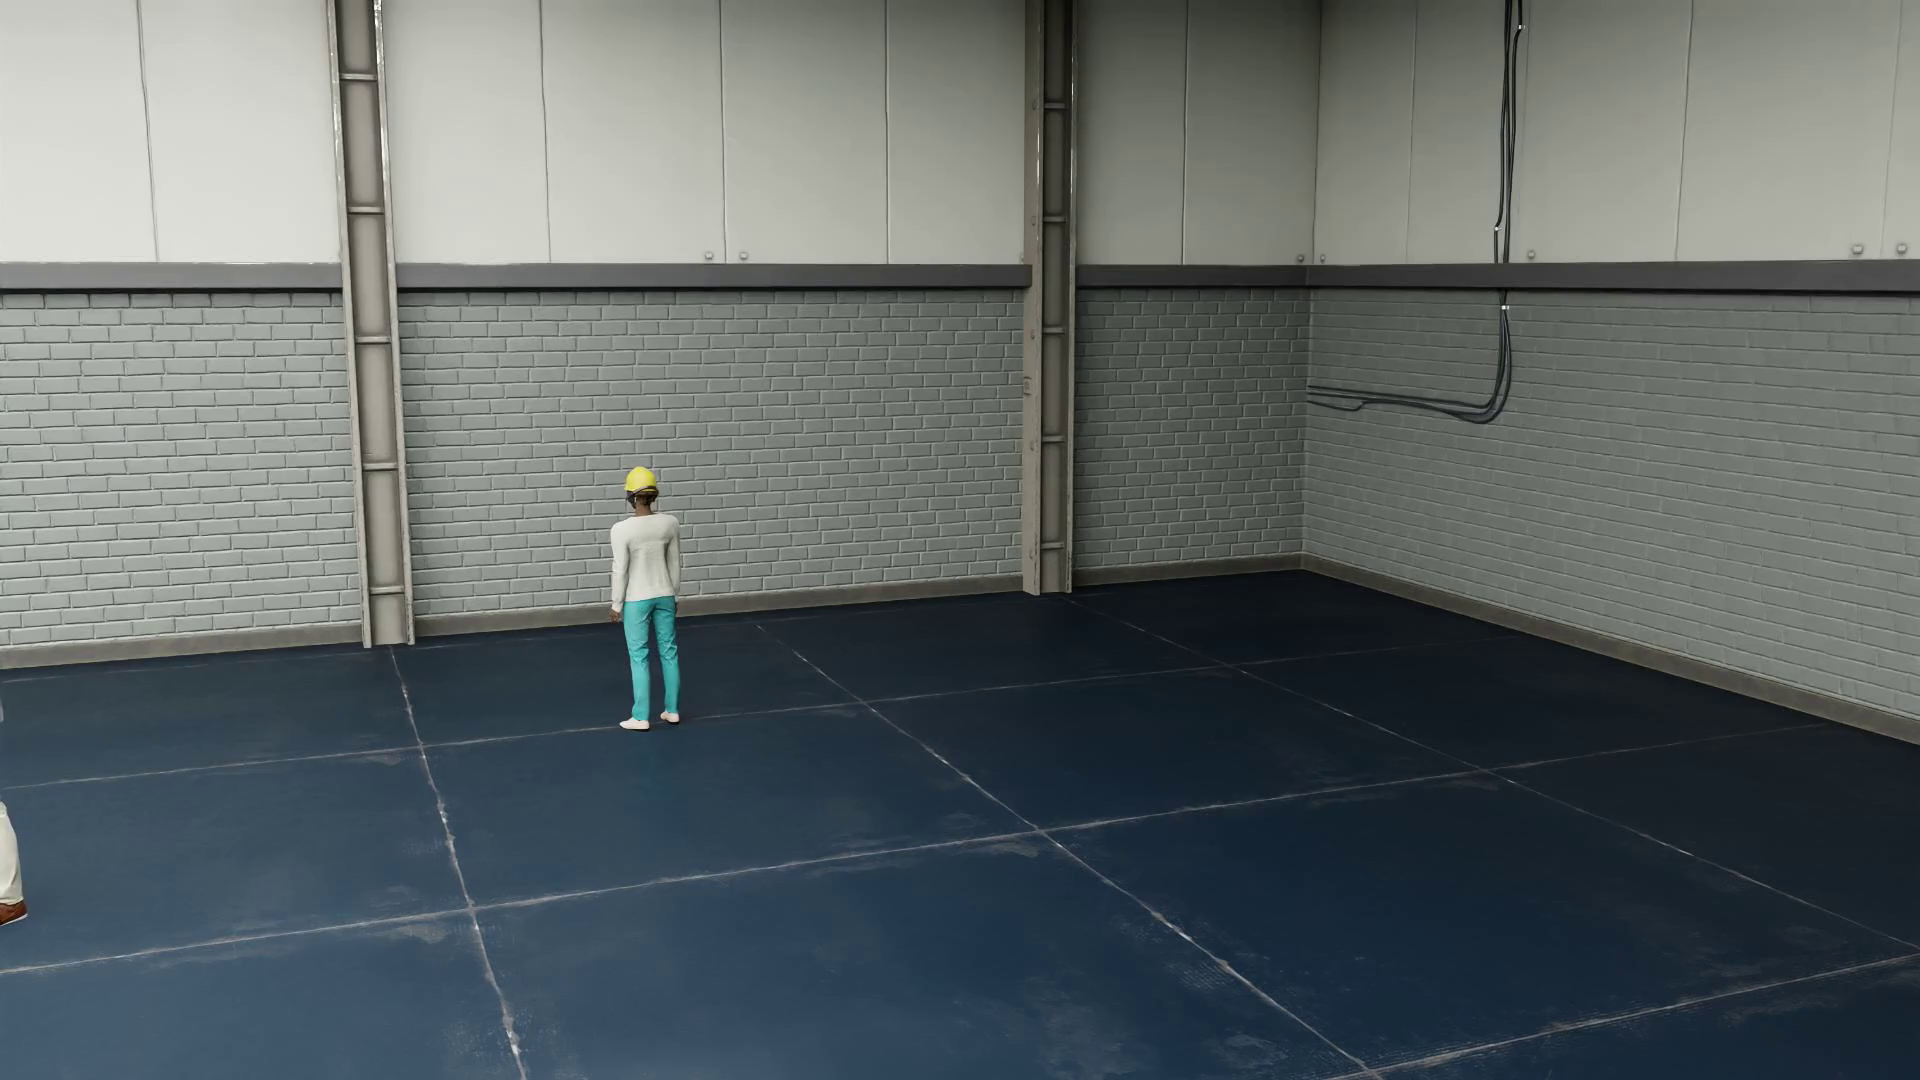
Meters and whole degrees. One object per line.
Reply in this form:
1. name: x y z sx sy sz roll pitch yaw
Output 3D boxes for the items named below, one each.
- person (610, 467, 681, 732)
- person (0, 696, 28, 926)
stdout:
1. person: -2.097 0.394 11.099 0.524 1.769 0.316 -8 12 -41
2. person: -4.624 0.888 7.718 0.506 1.860 0.312 7 11 37
